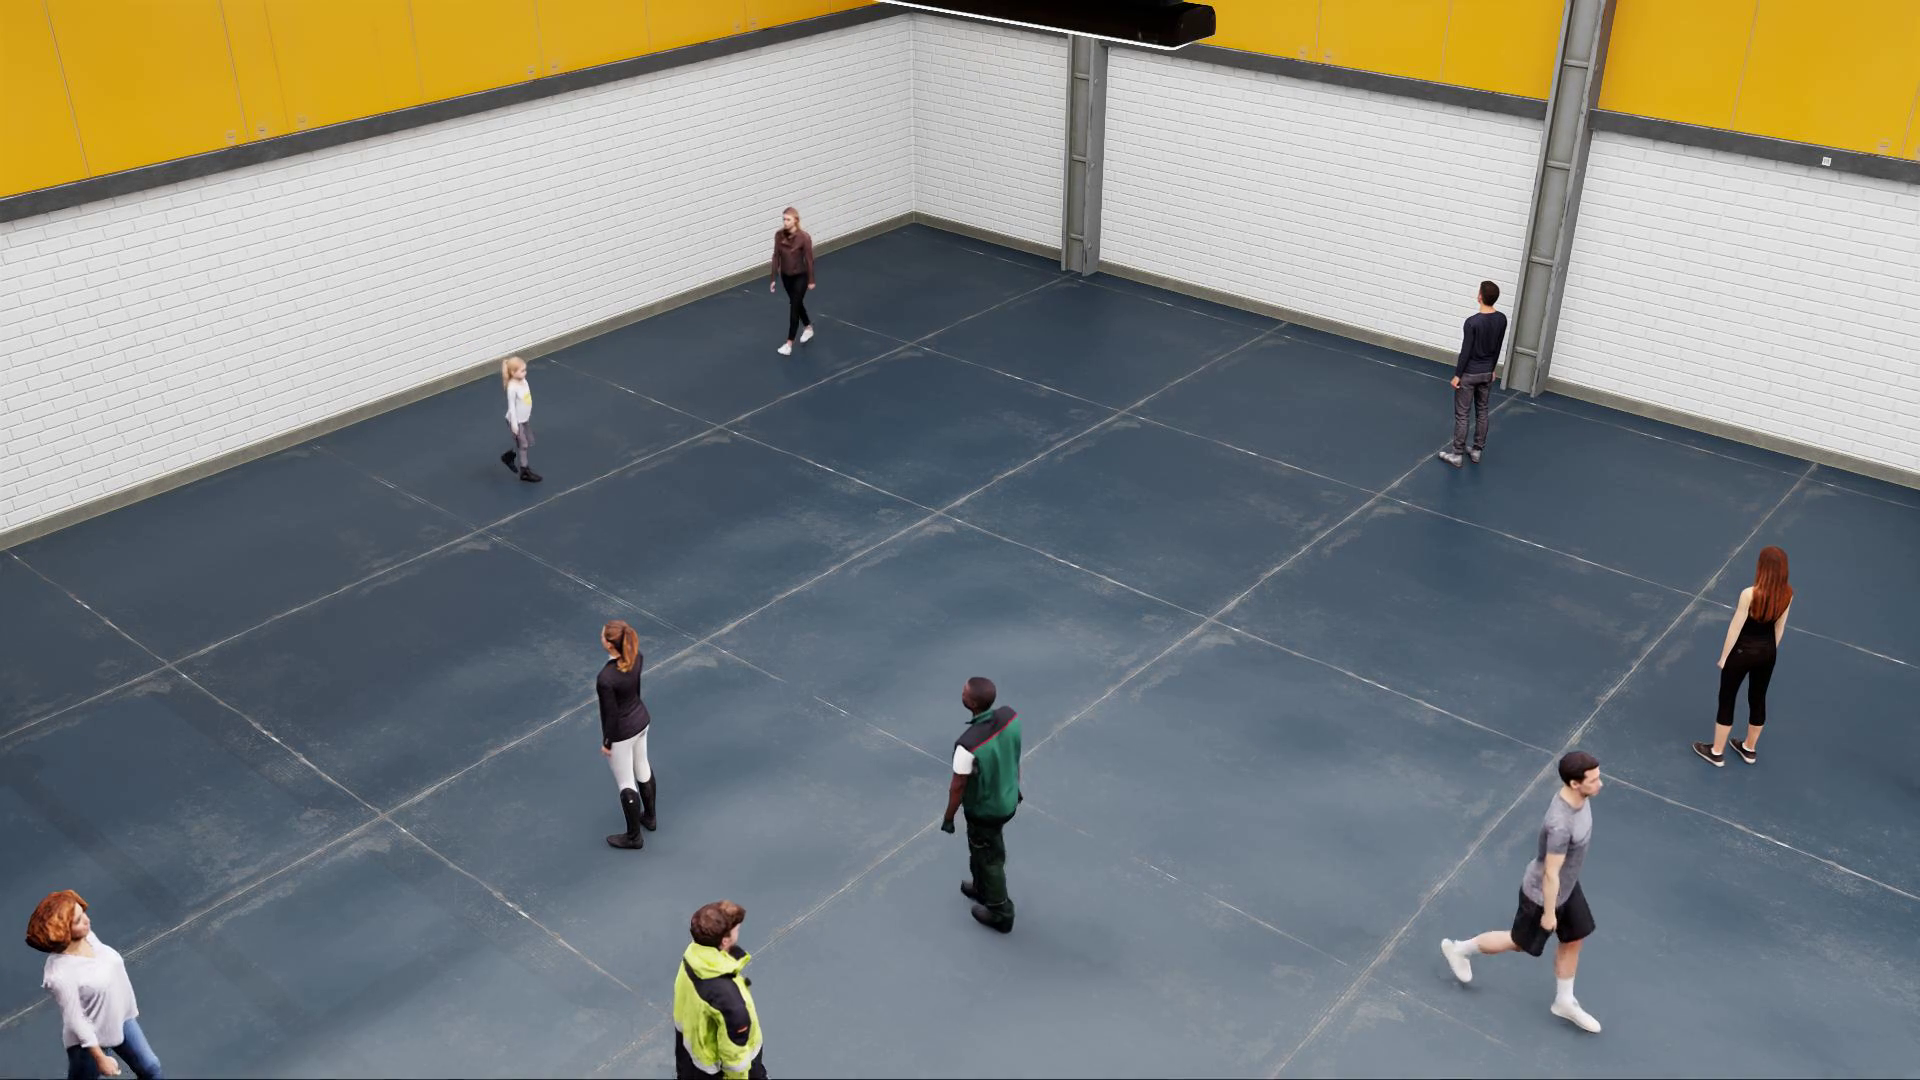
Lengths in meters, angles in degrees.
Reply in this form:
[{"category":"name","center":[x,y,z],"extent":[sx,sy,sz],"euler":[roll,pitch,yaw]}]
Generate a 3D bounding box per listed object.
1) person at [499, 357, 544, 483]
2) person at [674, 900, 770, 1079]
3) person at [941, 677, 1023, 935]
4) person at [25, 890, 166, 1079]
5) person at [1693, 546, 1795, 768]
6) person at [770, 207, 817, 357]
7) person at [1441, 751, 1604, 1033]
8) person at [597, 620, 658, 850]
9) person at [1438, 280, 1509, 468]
[{"category":"person","center":[-4.287,-1.158,15.936],"extent":[0.784,1.265,0.687],"euler":[6,29,12]},{"category":"person","center":[-1.266,2.647,8.252],"extent":[1.045,1.943,1.142],"euler":[-17,33,-28]},{"category":"person","center":[0.238,1.660,10.191],"extent":[0.723,1.819,0.703],"euler":[21,35,33]},{"category":"person","center":[-4.612,2.561,8.674],"extent":[1.192,1.690,1.075],"euler":[0,29,1]},{"category":"person","center":[5.629,0.826,11.820],"extent":[0.647,1.722,0.693],"euler":[-5,29,-9]},{"category":"person","center":[-1.832,-2.963,18.839],"extent":[1.097,1.654,0.861],"euler":[13,31,23]},{"category":"person","center":[3.302,1.969,9.611],"extent":[1.199,1.831,0.688],"euler":[21,35,34]},{"category":"person","center":[-2.209,1.273,10.995],"extent":[0.645,1.729,0.630],"euler":[11,30,19]},{"category":"person","center":[5.014,-1.613,16.137],"extent":[0.710,1.871,0.711],"euler":[-11,30,-19]}]
